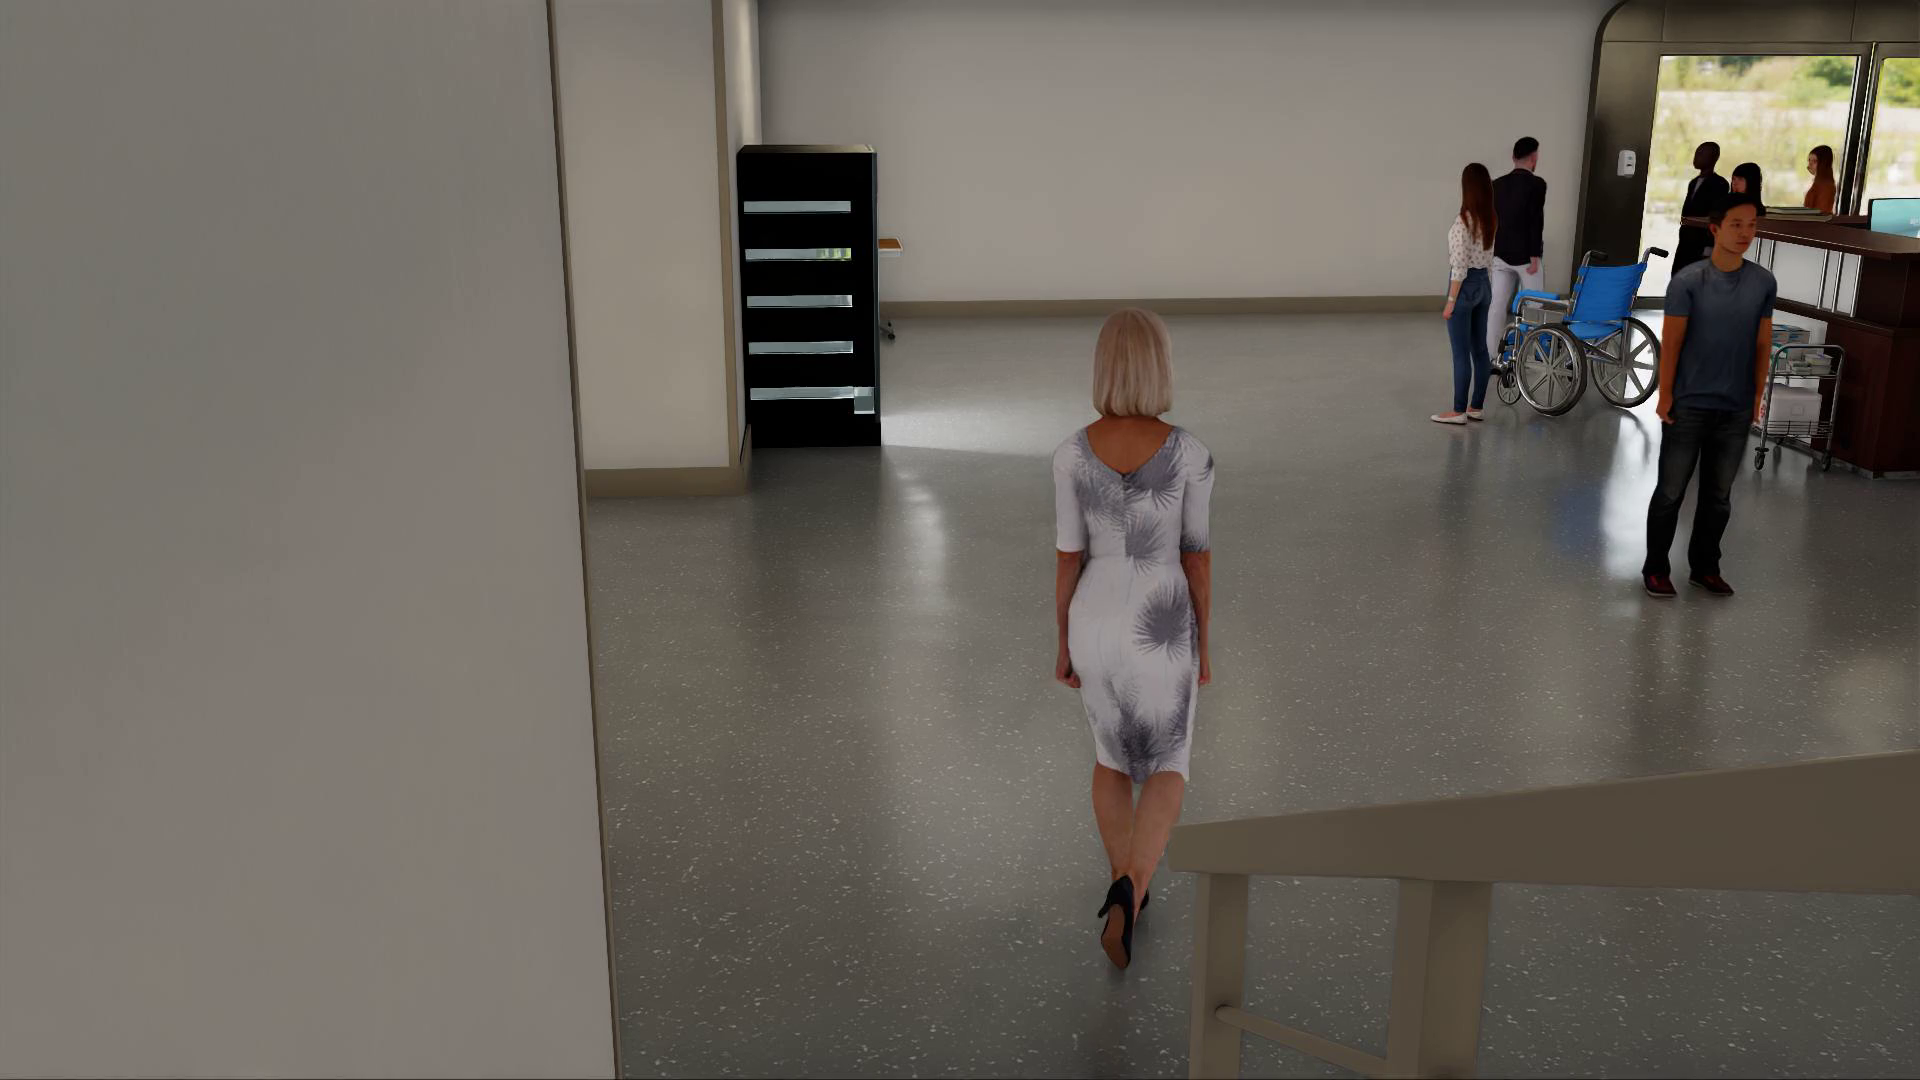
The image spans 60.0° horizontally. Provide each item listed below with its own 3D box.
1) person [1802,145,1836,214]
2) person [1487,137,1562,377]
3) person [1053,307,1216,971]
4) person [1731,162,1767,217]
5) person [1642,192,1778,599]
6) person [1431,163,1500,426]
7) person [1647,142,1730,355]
[{"bbox_3d":[7.700,-2.643,14.791,0.890,1.670,0.766,11,19,35],"label":"person"},{"bbox_3d":[4.161,-2.119,12.699,1.132,1.796,1.186,-11,19,-34],"label":"person"},{"bbox_3d":[0.441,0.293,4.258,0.800,1.734,1.011,5,16,16],"label":"person"},{"bbox_3d":[6.057,-2.079,12.863,0.725,1.629,0.944,-4,16,-14],"label":"person"},{"bbox_3d":[3.309,-0.630,7.399,0.662,1.807,0.553,0,16,0],"label":"person"},{"bbox_3d":[3.428,-1.647,11.156,0.652,1.726,0.672,-12,20,-36],"label":"person"},{"bbox_3d":[6.152,-2.362,13.658,0.813,1.744,0.998,-4,16,-13],"label":"person"}]
